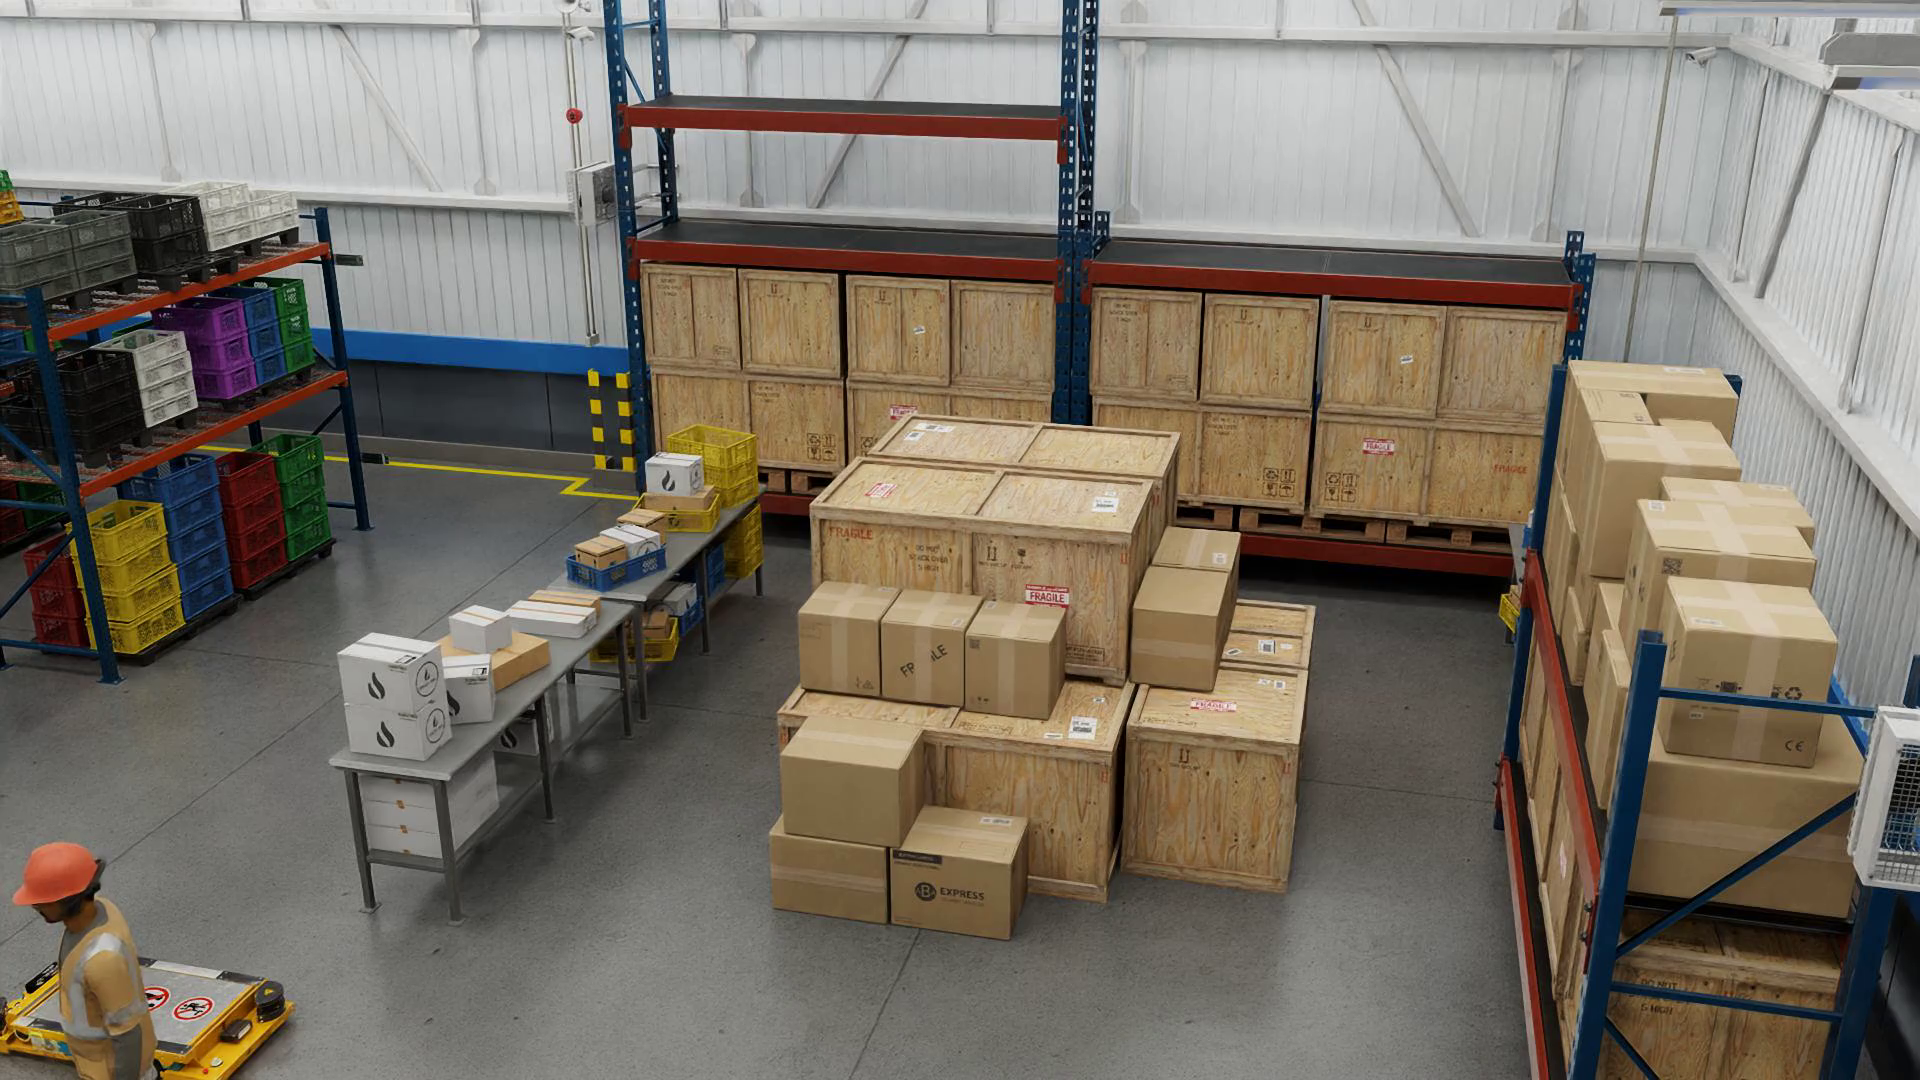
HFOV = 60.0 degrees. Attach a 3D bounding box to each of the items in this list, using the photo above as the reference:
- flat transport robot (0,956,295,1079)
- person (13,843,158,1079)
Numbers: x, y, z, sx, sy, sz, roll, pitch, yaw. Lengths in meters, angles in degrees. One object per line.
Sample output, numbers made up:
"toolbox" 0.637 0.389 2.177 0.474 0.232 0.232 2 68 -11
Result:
"flat transport robot" -4.270 2.464 8.601 1.431 0.231 0.659 5 22 13
"person" -3.560 2.154 6.931 0.389 2.039 0.613 -14 25 -32
